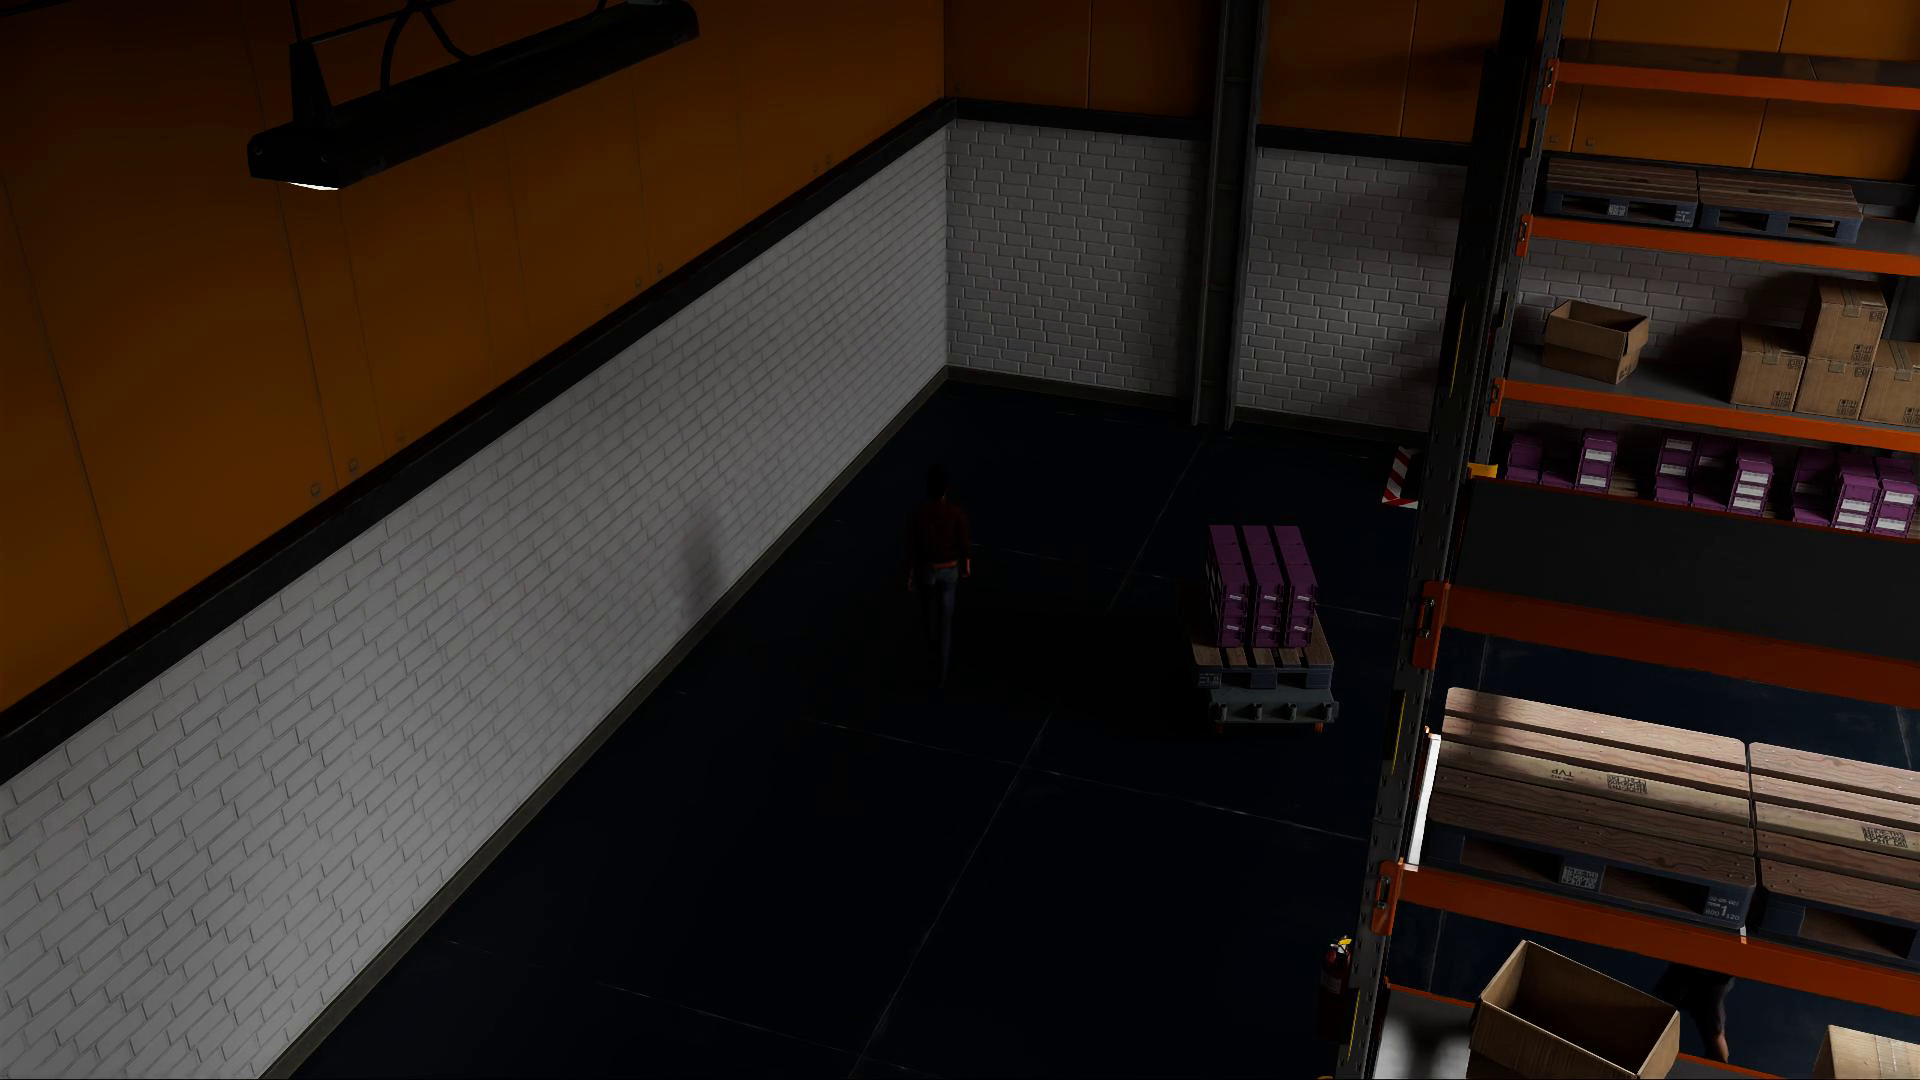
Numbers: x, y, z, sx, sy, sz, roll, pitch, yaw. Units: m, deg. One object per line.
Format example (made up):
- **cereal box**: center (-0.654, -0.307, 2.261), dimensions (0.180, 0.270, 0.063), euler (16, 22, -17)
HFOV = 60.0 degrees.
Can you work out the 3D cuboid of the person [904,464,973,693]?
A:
- **person**: center (-0.162, 0.315, 12.536), dimensions (1.192, 1.731, 1.029), euler (-1, 29, -2)
